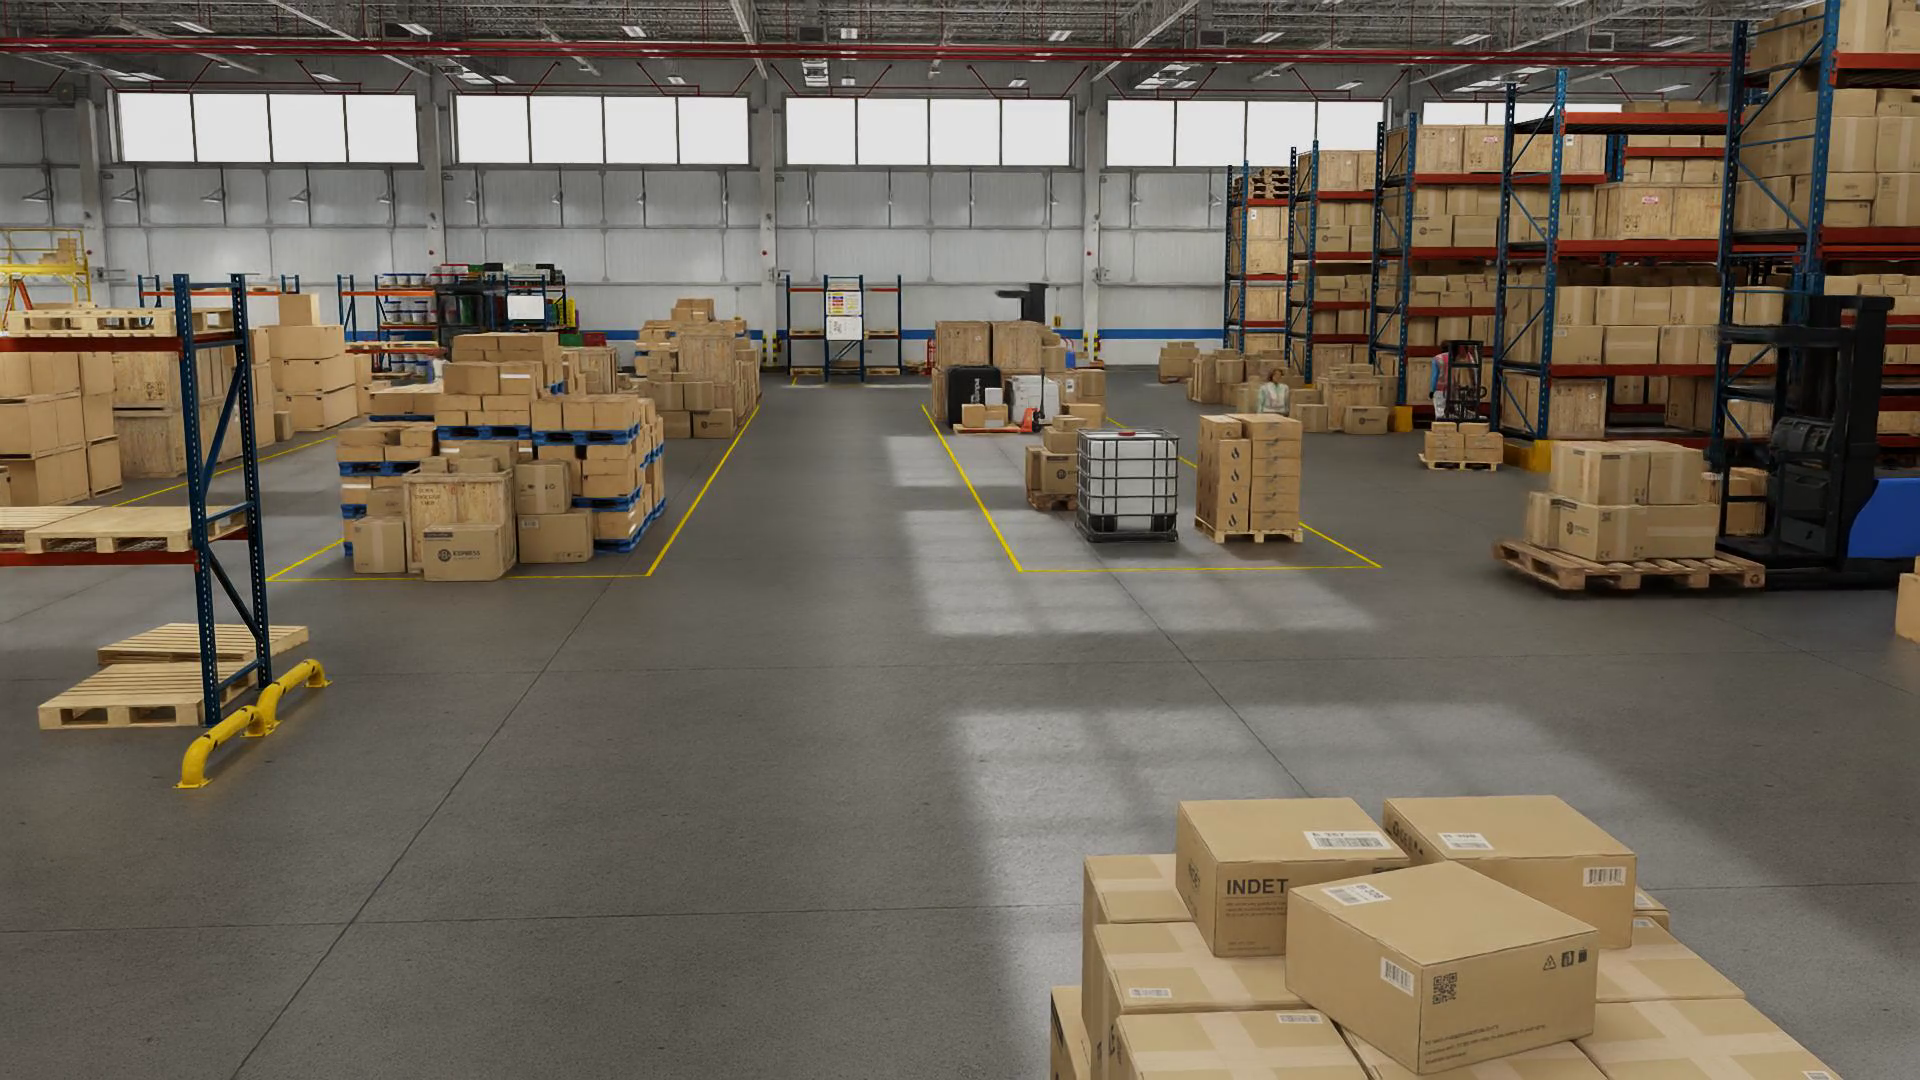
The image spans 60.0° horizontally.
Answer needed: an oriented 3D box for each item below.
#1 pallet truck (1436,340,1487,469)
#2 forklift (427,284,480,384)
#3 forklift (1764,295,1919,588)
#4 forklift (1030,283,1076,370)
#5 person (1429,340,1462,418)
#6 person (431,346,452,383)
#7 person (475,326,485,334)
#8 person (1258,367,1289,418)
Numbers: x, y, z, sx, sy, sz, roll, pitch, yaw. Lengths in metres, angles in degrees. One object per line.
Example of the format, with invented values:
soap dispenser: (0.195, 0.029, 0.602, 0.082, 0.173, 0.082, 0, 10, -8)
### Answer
pallet truck: (8.004, -2.170, 26.422, 0.823, 1.965, 1.885, 2, 9, 14)
forklift: (-11.146, -4.298, 37.019, 1.129, 2.768, 1.873, -6, 11, -31)
forklift: (8.617, -0.999, 16.305, 1.873, 2.768, 1.129, -1, 9, -4)
forklift: (1.978, -5.133, 42.259, 1.873, 2.768, 1.129, -1, 9, -4)
person: (8.926, -2.767, 30.674, 0.633, 1.837, 0.429, -3, 10, -18)
person: (-10.193, -2.995, 32.738, 0.530, 1.623, 0.549, 3, 9, 16)
person: (-10.608, -3.762, 36.699, 0.926, 1.901, 0.661, 7, 11, 35)
person: (4.821, -1.878, 25.771, 0.526, 1.625, 0.552, -3, 10, -18)
